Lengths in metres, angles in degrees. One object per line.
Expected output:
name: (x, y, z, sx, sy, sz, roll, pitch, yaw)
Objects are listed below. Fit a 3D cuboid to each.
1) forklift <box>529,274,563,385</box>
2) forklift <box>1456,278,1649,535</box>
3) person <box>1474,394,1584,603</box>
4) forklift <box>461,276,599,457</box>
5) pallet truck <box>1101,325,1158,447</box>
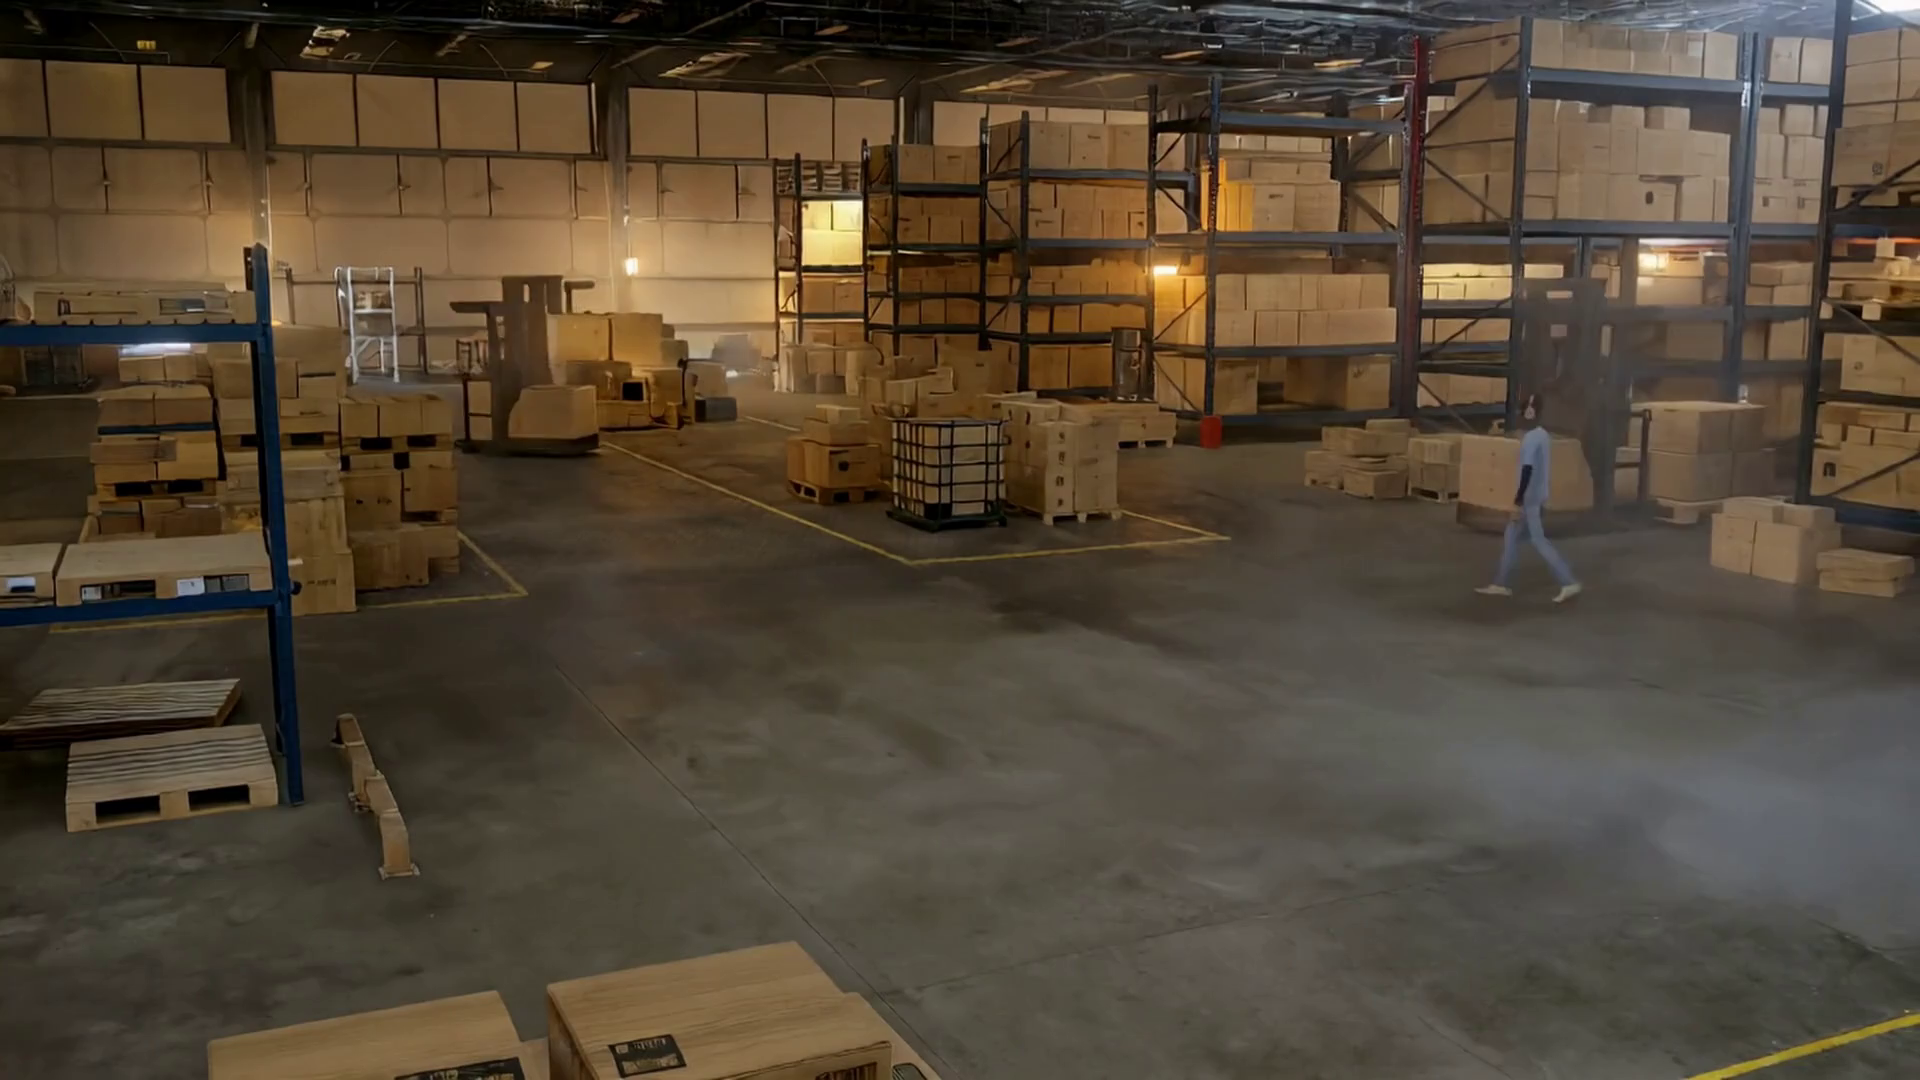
forklift: (-10.423, -5.434, 42.799, 1.873, 2.768, 1.129, -3, 10, -18)
forklift: (6.622, -1.513, 18.476, 1.873, 2.768, 1.129, -4, 10, -25)
person: (5.058, -0.367, 14.614, 0.926, 1.833, 0.529, 5, 11, 30)
forklift: (-6.800, -2.761, 26.220, 1.873, 2.768, 1.129, 2, 9, 14)
pallet truck: (2.881, -2.596, 27.923, 0.823, 1.965, 1.885, -1, 9, -7)
